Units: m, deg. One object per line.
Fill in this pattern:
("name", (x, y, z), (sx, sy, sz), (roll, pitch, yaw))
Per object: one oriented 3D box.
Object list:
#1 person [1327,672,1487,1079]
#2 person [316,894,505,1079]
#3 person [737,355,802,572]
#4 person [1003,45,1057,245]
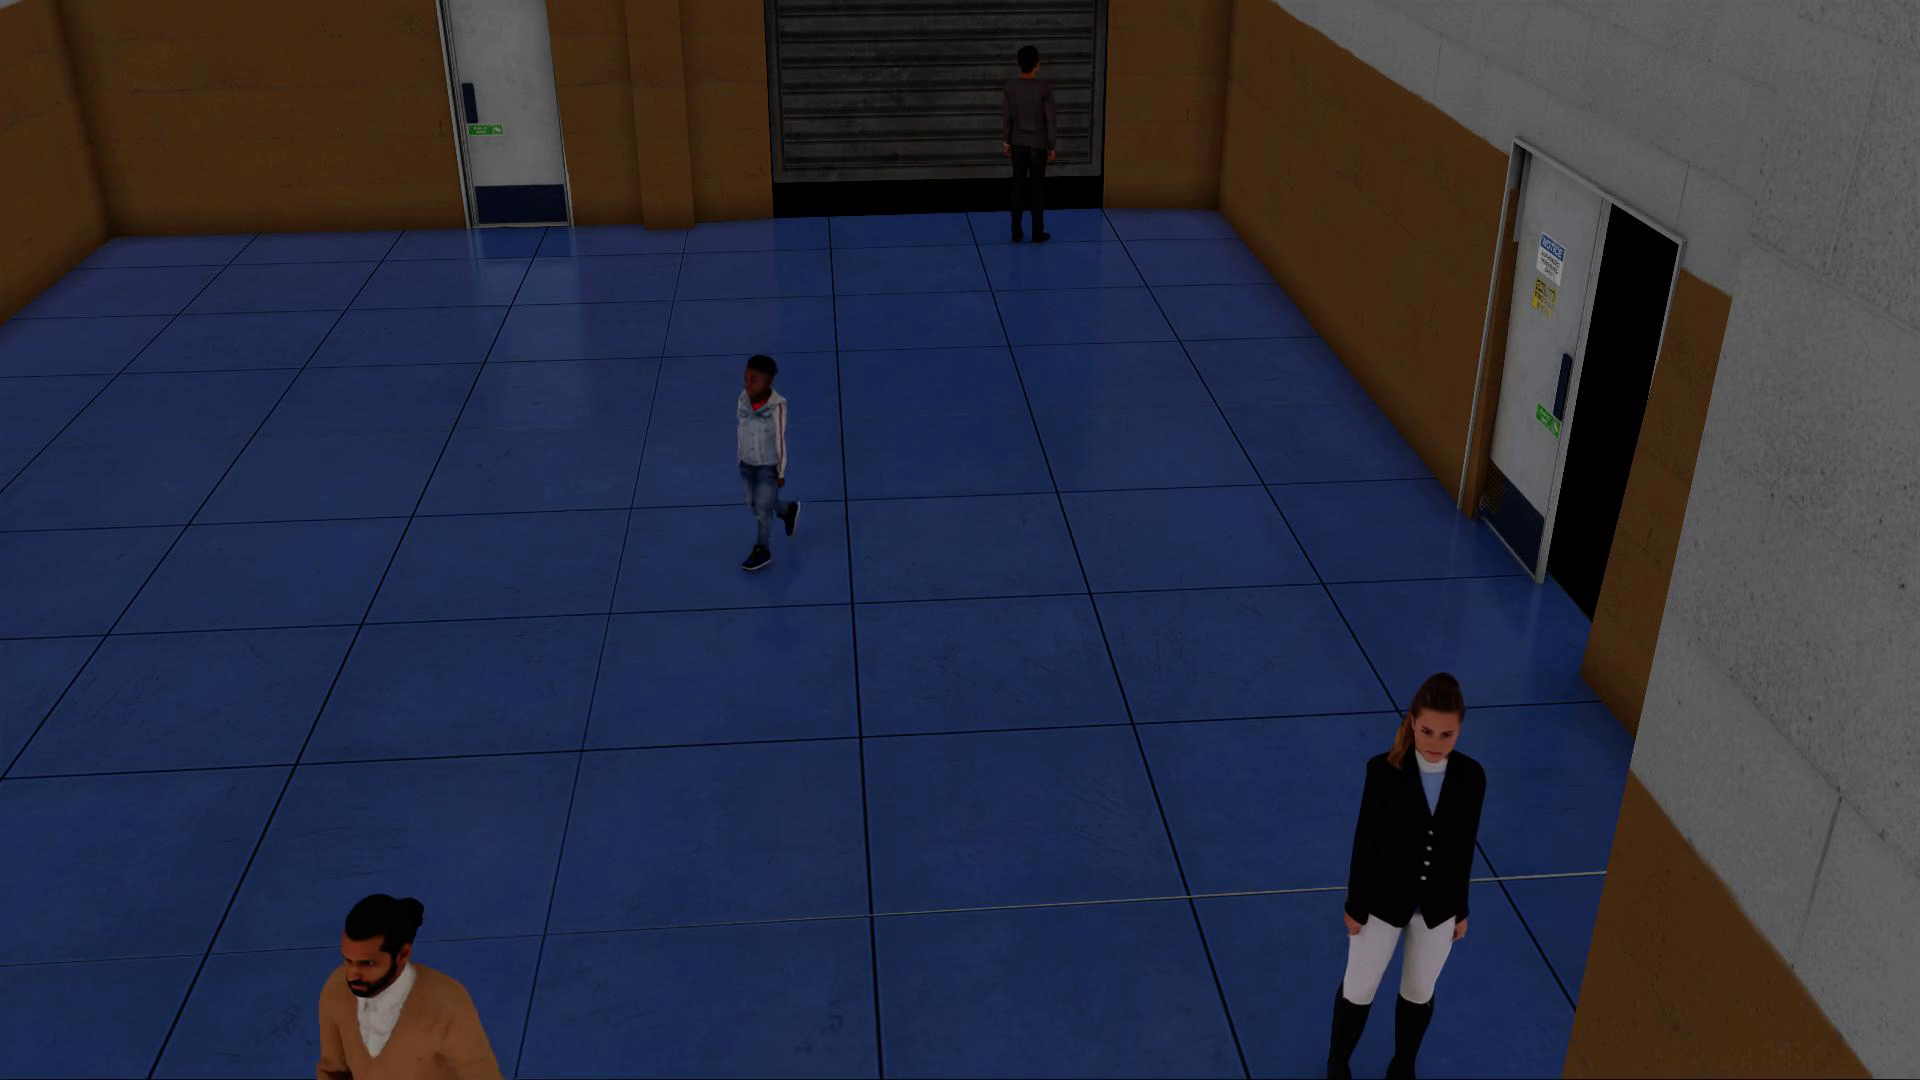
("person", (1.497, 1.229, 5.571), (0.508, 1.729, 0.660), (1, 27, 2))
("person", (-1.460, 1.670, 4.727), (1.167, 1.715, 1.090), (11, 29, 21))
("person", (-1.087, -0.475, 9.479), (0.773, 1.250, 0.810), (17, 32, 30))
("person", (0.611, -3.545, 14.960), (0.609, 1.769, 0.768), (20, 33, 34))
